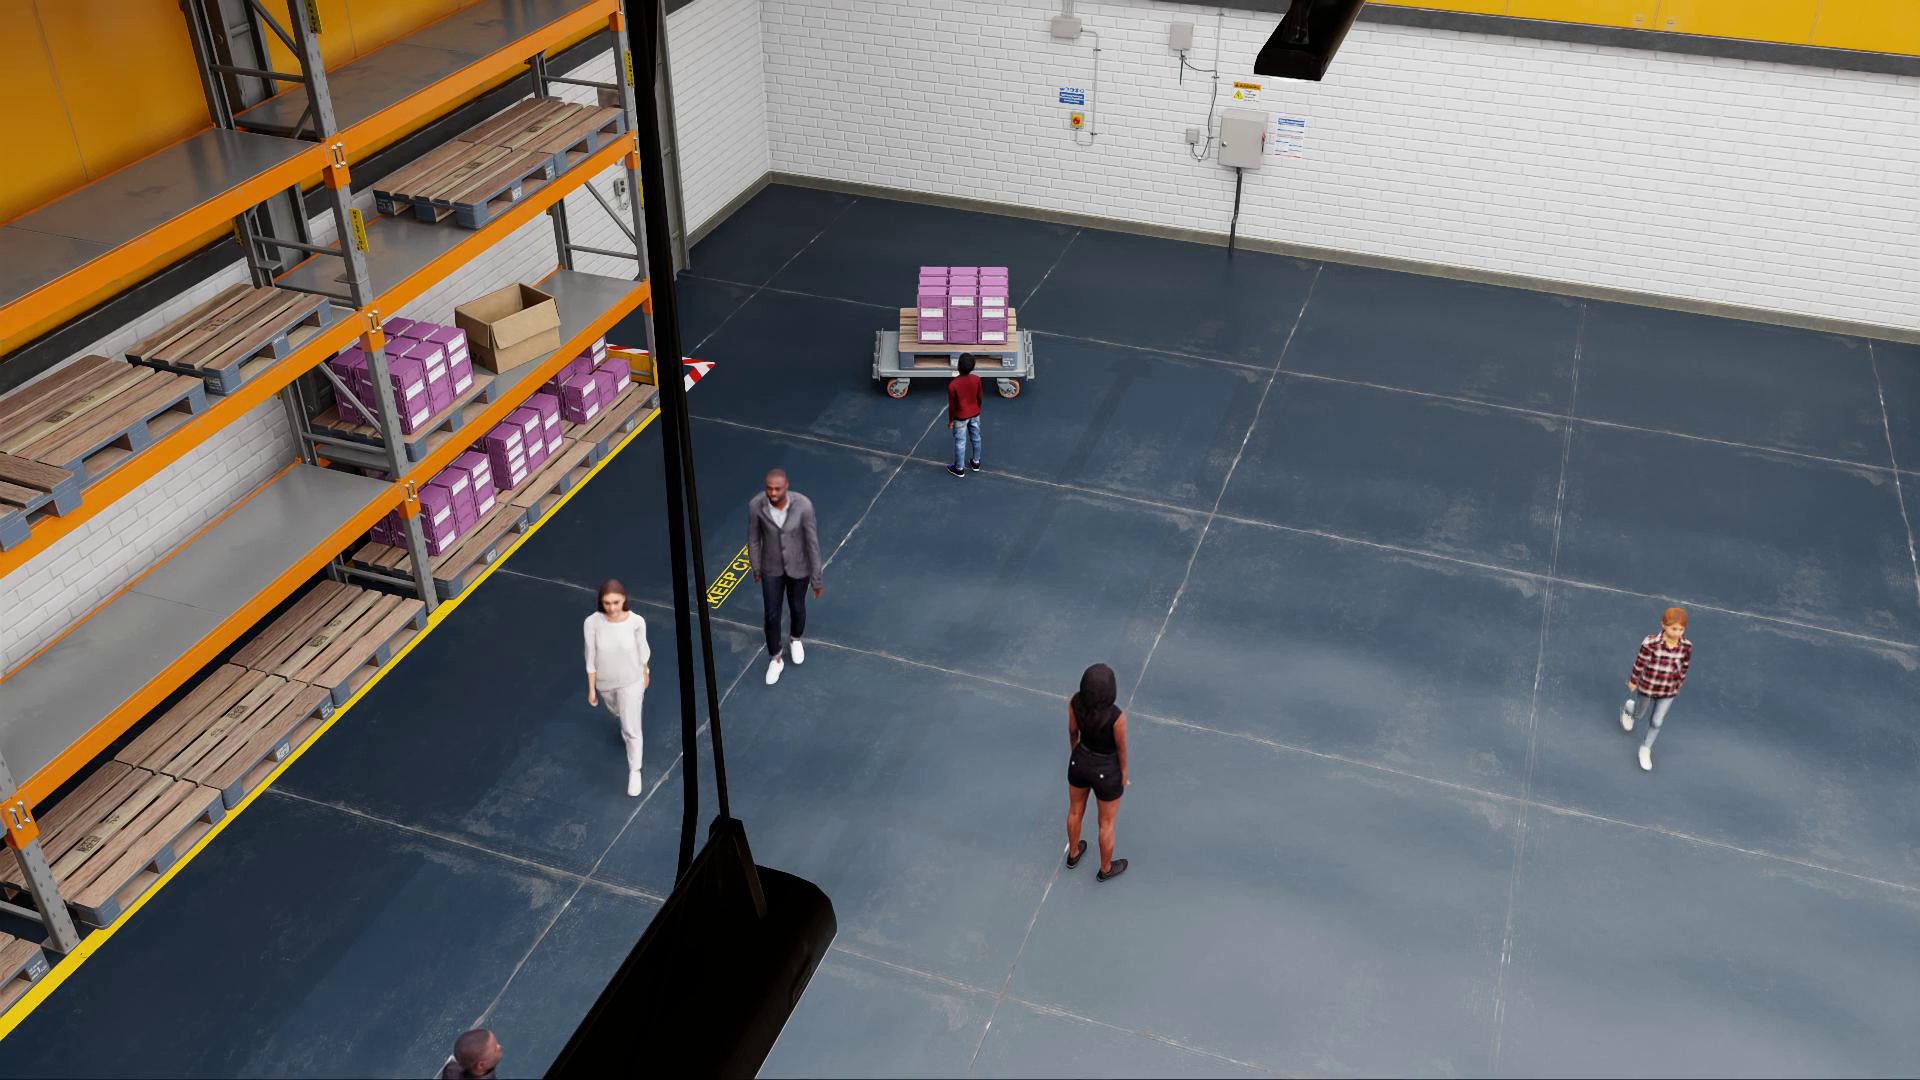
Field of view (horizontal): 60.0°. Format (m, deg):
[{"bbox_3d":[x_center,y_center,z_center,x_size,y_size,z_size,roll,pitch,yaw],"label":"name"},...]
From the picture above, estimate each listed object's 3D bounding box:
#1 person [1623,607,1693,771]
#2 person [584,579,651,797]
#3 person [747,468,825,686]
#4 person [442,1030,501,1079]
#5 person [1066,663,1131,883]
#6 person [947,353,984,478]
[{"bbox_3d":[5.088,1.017,12.165,0.626,1.293,0.845,4,34,7],"label":"person"},{"bbox_3d":[-2.452,0.952,11.936,0.892,1.655,1.167,-2,34,-3],"label":"person"},{"bbox_3d":[-1.350,0.179,12.969,0.898,1.800,0.959,-2,34,-3],"label":"person"},{"bbox_3d":[-2.349,3.155,8.457,0.771,1.838,0.724,27,42,34],"label":"person"},{"bbox_3d":[0.900,1.523,11.000,0.655,1.740,0.614,22,39,29],"label":"person"},{"bbox_3d":[0.056,-1.181,15.505,0.581,1.256,0.649,-17,37,-24],"label":"person"}]
